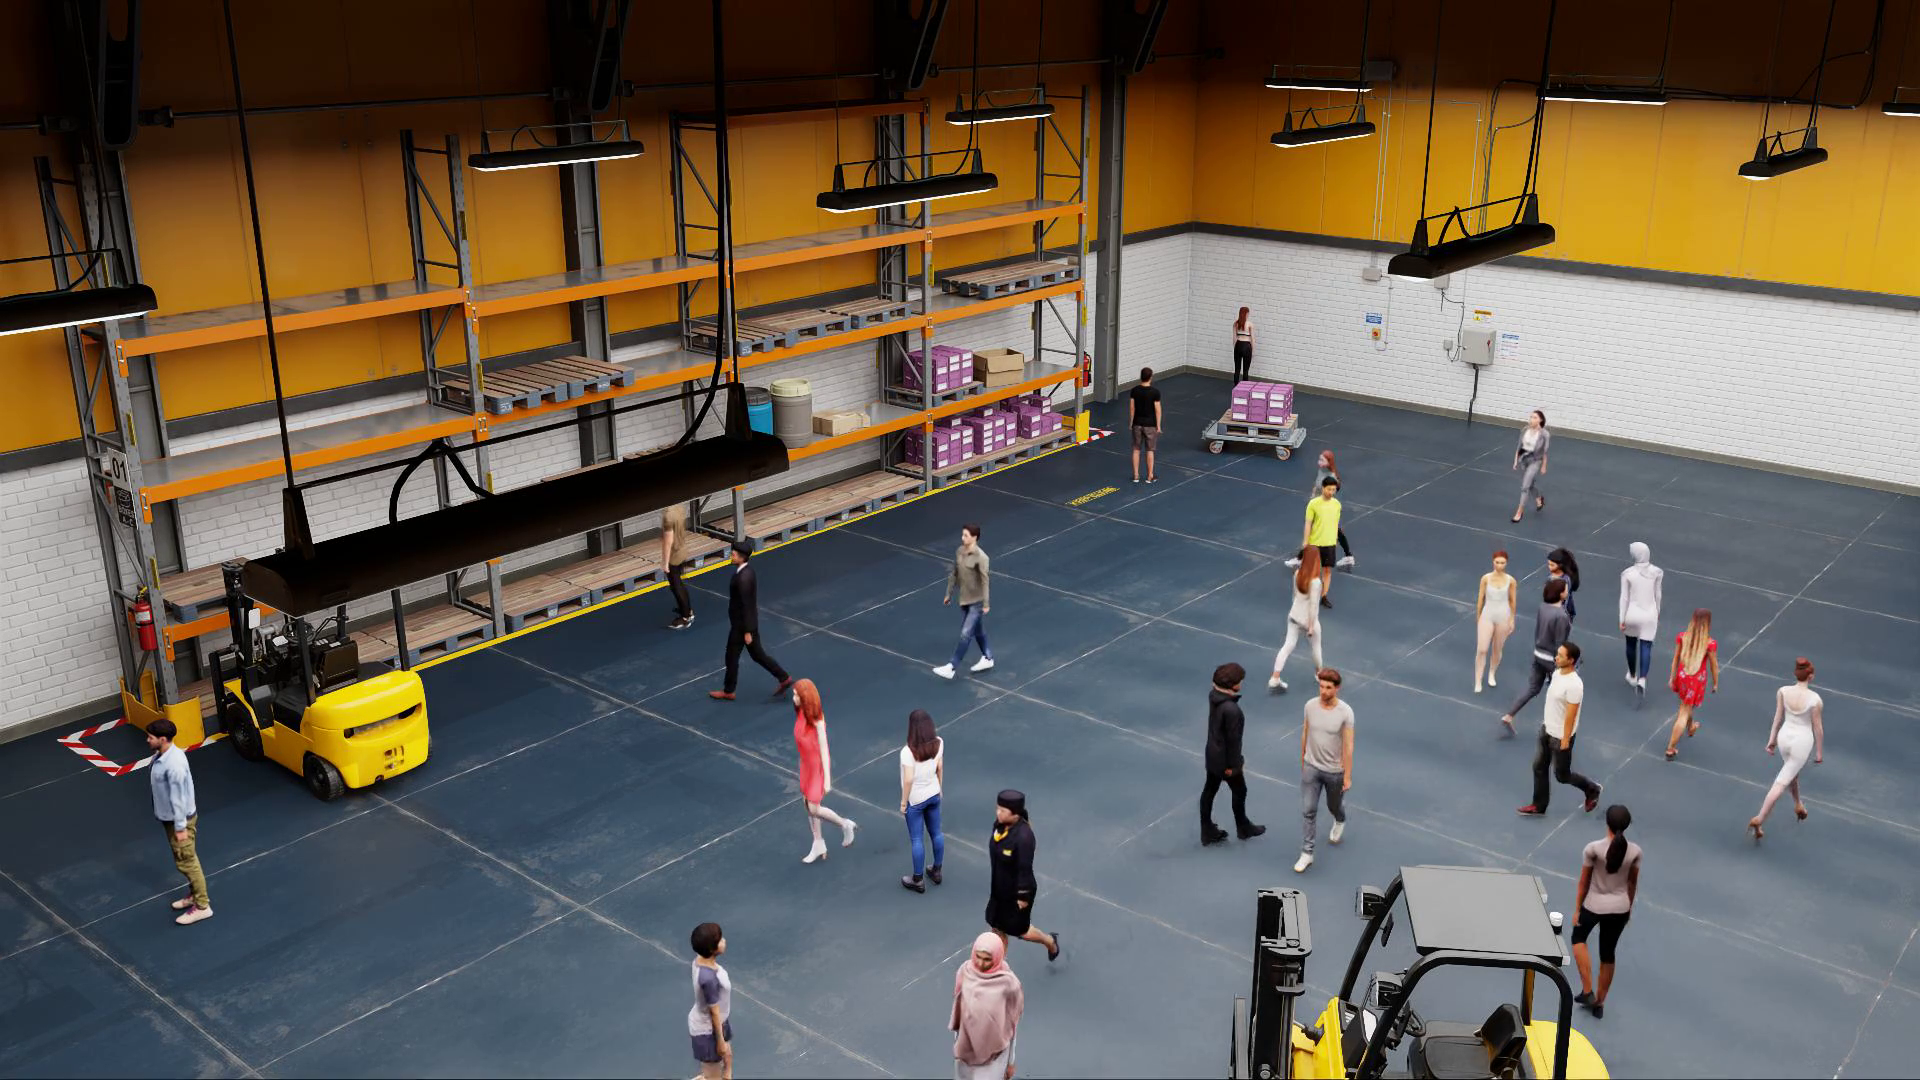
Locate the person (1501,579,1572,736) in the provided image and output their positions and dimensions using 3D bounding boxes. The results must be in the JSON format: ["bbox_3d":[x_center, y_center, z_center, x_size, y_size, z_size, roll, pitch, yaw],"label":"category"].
[{"bbox_3d":[6.092,1.253,17.430,1.138,1.745,0.917,-8,20,-22],"label":"person"}]

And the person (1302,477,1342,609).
[{"bbox_3d":[4.596,-0.015,21.311,1.113,1.671,1.152,-2,19,-5],"label":"person"}]

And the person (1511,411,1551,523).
[{"bbox_3d":[8.484,-1.105,24.591,1.148,1.643,0.783,-13,23,-34],"label":"person"}]

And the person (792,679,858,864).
[{"bbox_3d":[-1.219,2.069,14.905,0.885,1.810,0.761,-11,22,-30],"label":"person"}]

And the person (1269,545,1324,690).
[{"bbox_3d":[3.761,0.911,18.573,1.214,1.664,0.820,-12,22,-31],"label":"person"}]

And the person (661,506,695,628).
[{"bbox_3d":[-3.500,0.198,20.428,0.892,1.832,0.778,4,19,12],"label":"person"}]

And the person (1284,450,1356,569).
[{"bbox_3d":[4.988,-0.363,22.326,1.263,1.683,1.196,-1,19,-3],"label":"person"}]

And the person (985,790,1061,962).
[{"bbox_3d":[0.481,2.751,13.125,1.056,1.653,0.893,-10,21,-27],"label":"person"}]

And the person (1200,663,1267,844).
[{"bbox_3d":[2.347,1.986,15.237,0.984,1.756,0.868,-7,20,-19],"label":"person"}]

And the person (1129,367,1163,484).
[{"bbox_3d":[2.922,-1.833,26.411,0.744,1.861,0.706,7,20,20],"label":"person"}]

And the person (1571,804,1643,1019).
[{"bbox_3d":[4.928,2.864,12.662,0.744,1.736,0.790,1,19,2],"label":"person"}]

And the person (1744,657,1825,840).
[{"bbox_3d":[7.597,1.972,15.308,1.200,1.737,0.829,-11,22,-30],"label":"person"}]

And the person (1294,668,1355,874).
[{"bbox_3d":[3.326,2.017,14.970,0.782,1.867,1.189,11,21,29],"label":"person"}]

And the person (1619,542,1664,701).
[{"bbox_3d":[7.554,0.918,18.437,0.951,1.737,1.174,5,19,15],"label":"person"}]

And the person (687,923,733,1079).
[{"bbox_3d":[-1.785,3.365,11.467,0.974,1.548,0.862,-5,19,-13],"label":"person"}]

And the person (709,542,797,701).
[{"bbox_3d":[-2.265,0.915,18.272,1.234,1.848,1.252,1,19,3],"label":"person"}]

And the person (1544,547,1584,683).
[{"bbox_3d":[6.849,0.853,18.826,0.915,1.611,0.832,-8,20,-22],"label":"person"}]

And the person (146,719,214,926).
[{"bbox_3d":[-6.605,2.351,14.071,0.684,1.809,0.741,-11,21,-29],"label":"person"}]

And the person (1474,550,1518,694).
[{"bbox_3d":[6.025,0.881,18.723,0.784,1.625,0.941,4,19,11],"label":"person"}]

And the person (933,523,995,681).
[{"bbox_3d":[0.214,0.689,18.989,1.223,1.820,0.927,-12,22,-31],"label":"person"}]

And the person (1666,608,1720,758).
[{"bbox_3d":[7.450,1.494,17.029,0.637,1.543,1.084,17,25,42],"label":"person"}]

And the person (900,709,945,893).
[{"bbox_3d":[-0.326,2.269,14.508,0.515,1.684,0.697,-15,24,-38],"label":"person"}]

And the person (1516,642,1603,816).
[{"bbox_3d":[5.738,1.821,15.685,1.104,1.783,1.014,-3,19,-8],"label":"person"}]

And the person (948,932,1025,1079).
[{"bbox_3d":[0.195,3.372,11.072,0.801,1.786,1.008,8,20,22],"label":"person"}]

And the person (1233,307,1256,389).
[{"bbox_3d":[5.424,-3.617,31.896,0.610,1.742,0.559,11,22,30],"label":"person"}]
